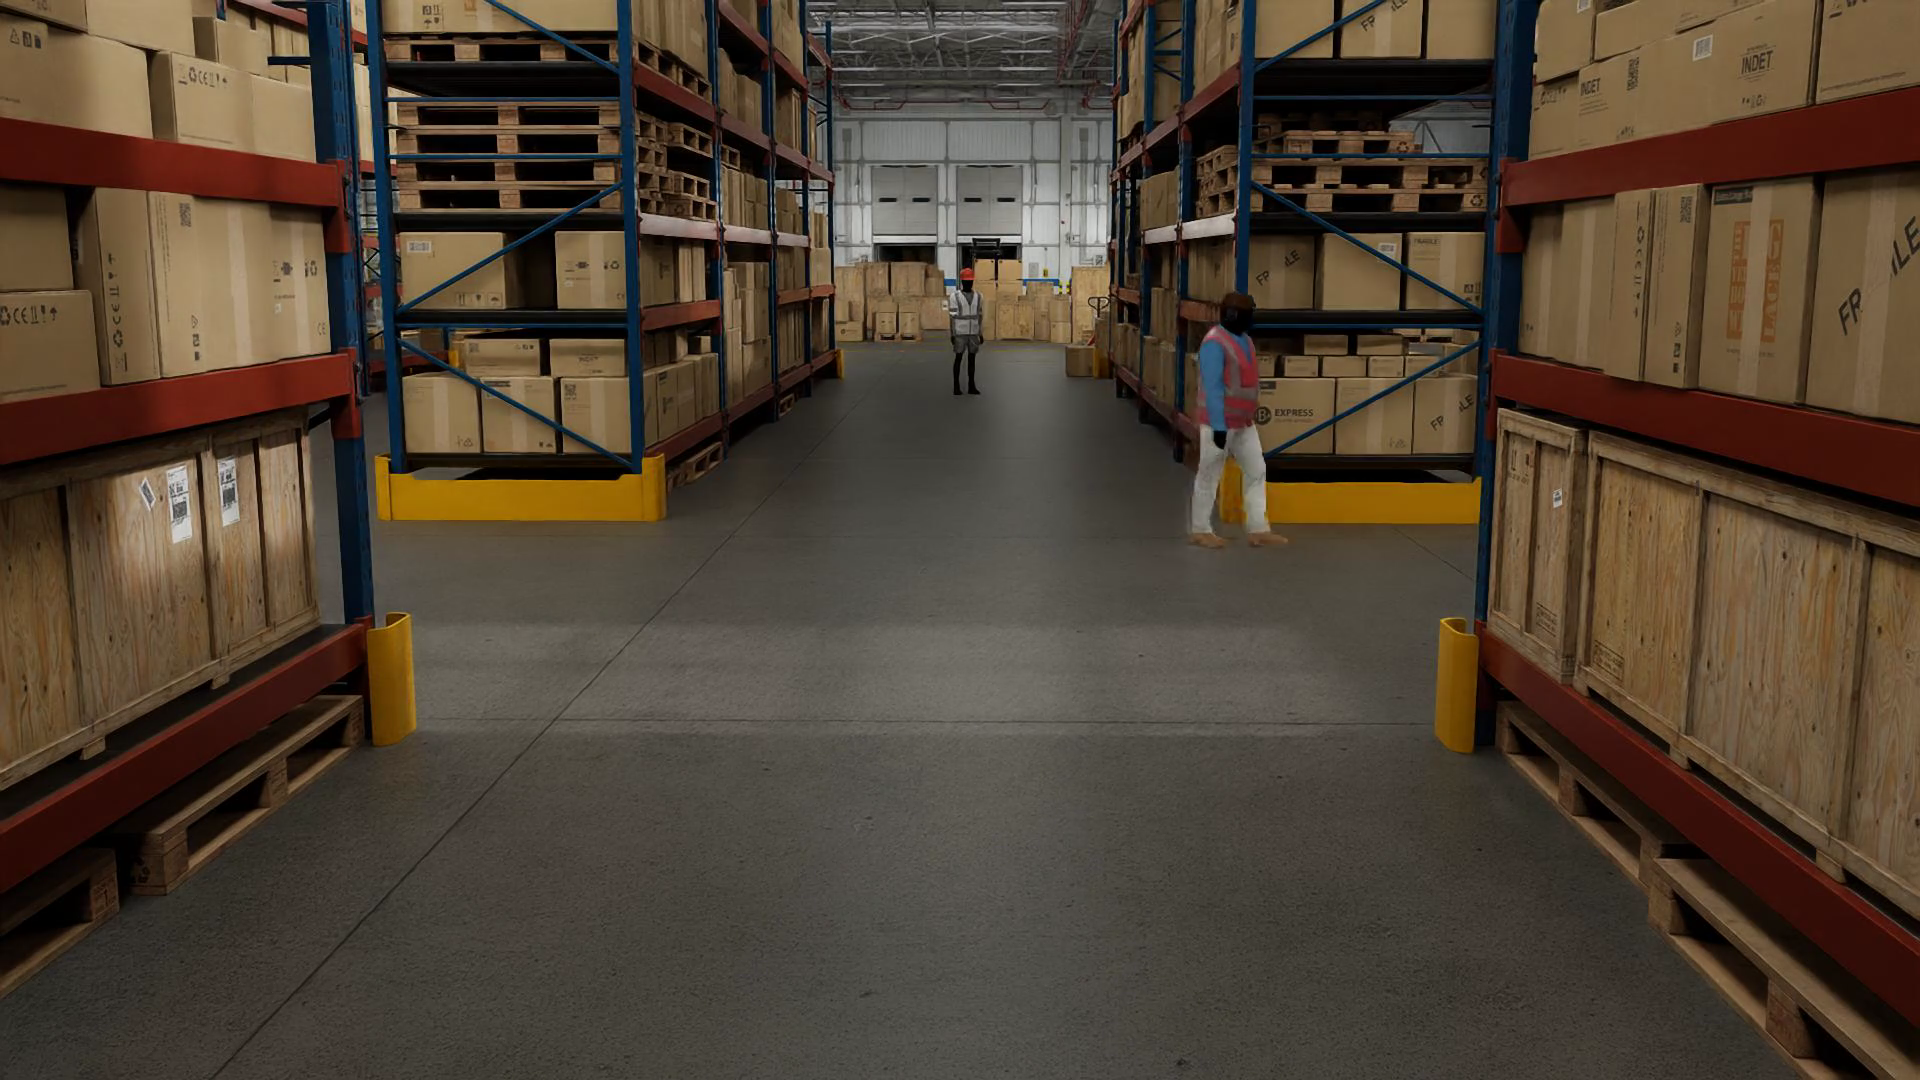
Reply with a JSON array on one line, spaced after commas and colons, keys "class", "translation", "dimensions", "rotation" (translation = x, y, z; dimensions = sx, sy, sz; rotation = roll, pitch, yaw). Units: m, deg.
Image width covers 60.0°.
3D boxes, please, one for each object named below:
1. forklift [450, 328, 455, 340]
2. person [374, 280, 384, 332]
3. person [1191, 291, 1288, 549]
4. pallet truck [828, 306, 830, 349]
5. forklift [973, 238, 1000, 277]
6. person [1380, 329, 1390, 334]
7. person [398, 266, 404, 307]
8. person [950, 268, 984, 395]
[{"class": "forklift", "translation": [-13.041, -6.549, 42.793], "dimensions": [1.129, 2.768, 1.873], "rotation": [0, 9, 1]}, {"class": "person", "translation": [-13.108, -5.112, 37.974], "dimensions": [0.676, 1.612, 0.531], "rotation": [-4, 10, -23]}, {"class": "person", "translation": [1.981, -0.818, 11.633], "dimensions": [0.802, 1.814, 0.662], "rotation": [7, 12, 35]}, {"class": "pallet truck", "translation": [-3.100, -3.940, 29.800], "dimensions": [1.885, 1.965, 0.823], "rotation": [3, 10, 19]}, {"class": "forklift", "translation": [0.885, -8.689, 55.609], "dimensions": [1.129, 2.768, 1.873], "rotation": [0, 9, 1]}, {"class": "person", "translation": [7.241, -3.636, 28.882], "dimensions": [0.317, 1.695, 0.540], "rotation": [-9, 13, -44]}, {"class": "person", "translation": [-20.330, -9.114, 61.099], "dimensions": [0.782, 1.896, 0.640], "rotation": [-1, 10, -6]}, {"class": "person", "translation": [0.118, -3.184, 25.454], "dimensions": [0.547, 1.938, 0.379], "rotation": [-4, 10, -21]}]
